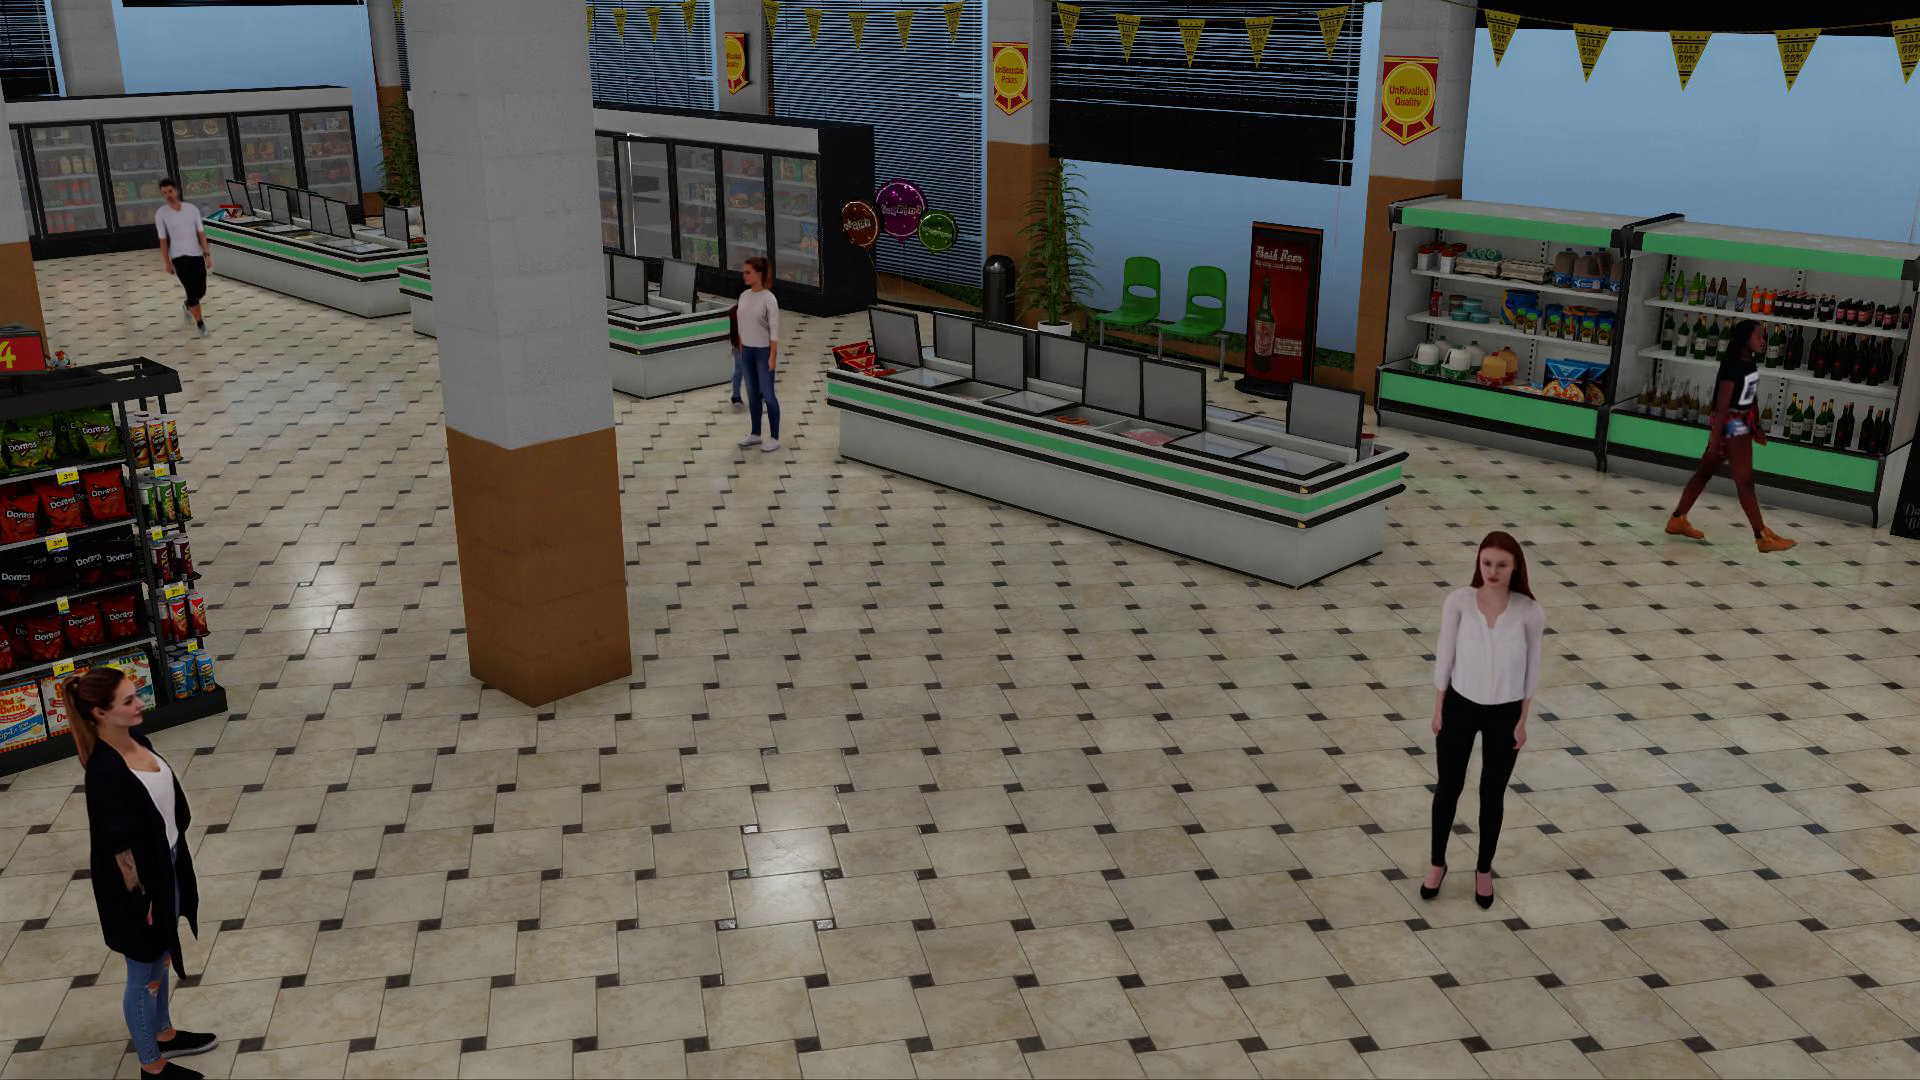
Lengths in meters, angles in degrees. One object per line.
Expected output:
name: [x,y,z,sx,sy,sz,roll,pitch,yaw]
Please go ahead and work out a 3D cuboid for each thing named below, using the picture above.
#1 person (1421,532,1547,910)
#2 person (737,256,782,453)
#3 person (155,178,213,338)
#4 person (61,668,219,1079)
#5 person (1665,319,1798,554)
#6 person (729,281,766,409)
person: [2.322,0.803,7.408,0.577,1.759,0.718,6,20,18]
person: [-1.780,-1.649,14.743,0.464,1.719,0.675,15,24,38]
person: [-9.098,-3.317,19.525,0.736,1.824,1.032,-16,24,-39]
person: [-3.059,1.254,6.186,0.778,1.684,0.680,-4,19,-10]
person: [5.523,-0.755,12.151,1.184,1.680,0.723,13,23,34]
person: [-2.093,-1.876,16.177,0.877,1.233,0.843,4,19,13]
